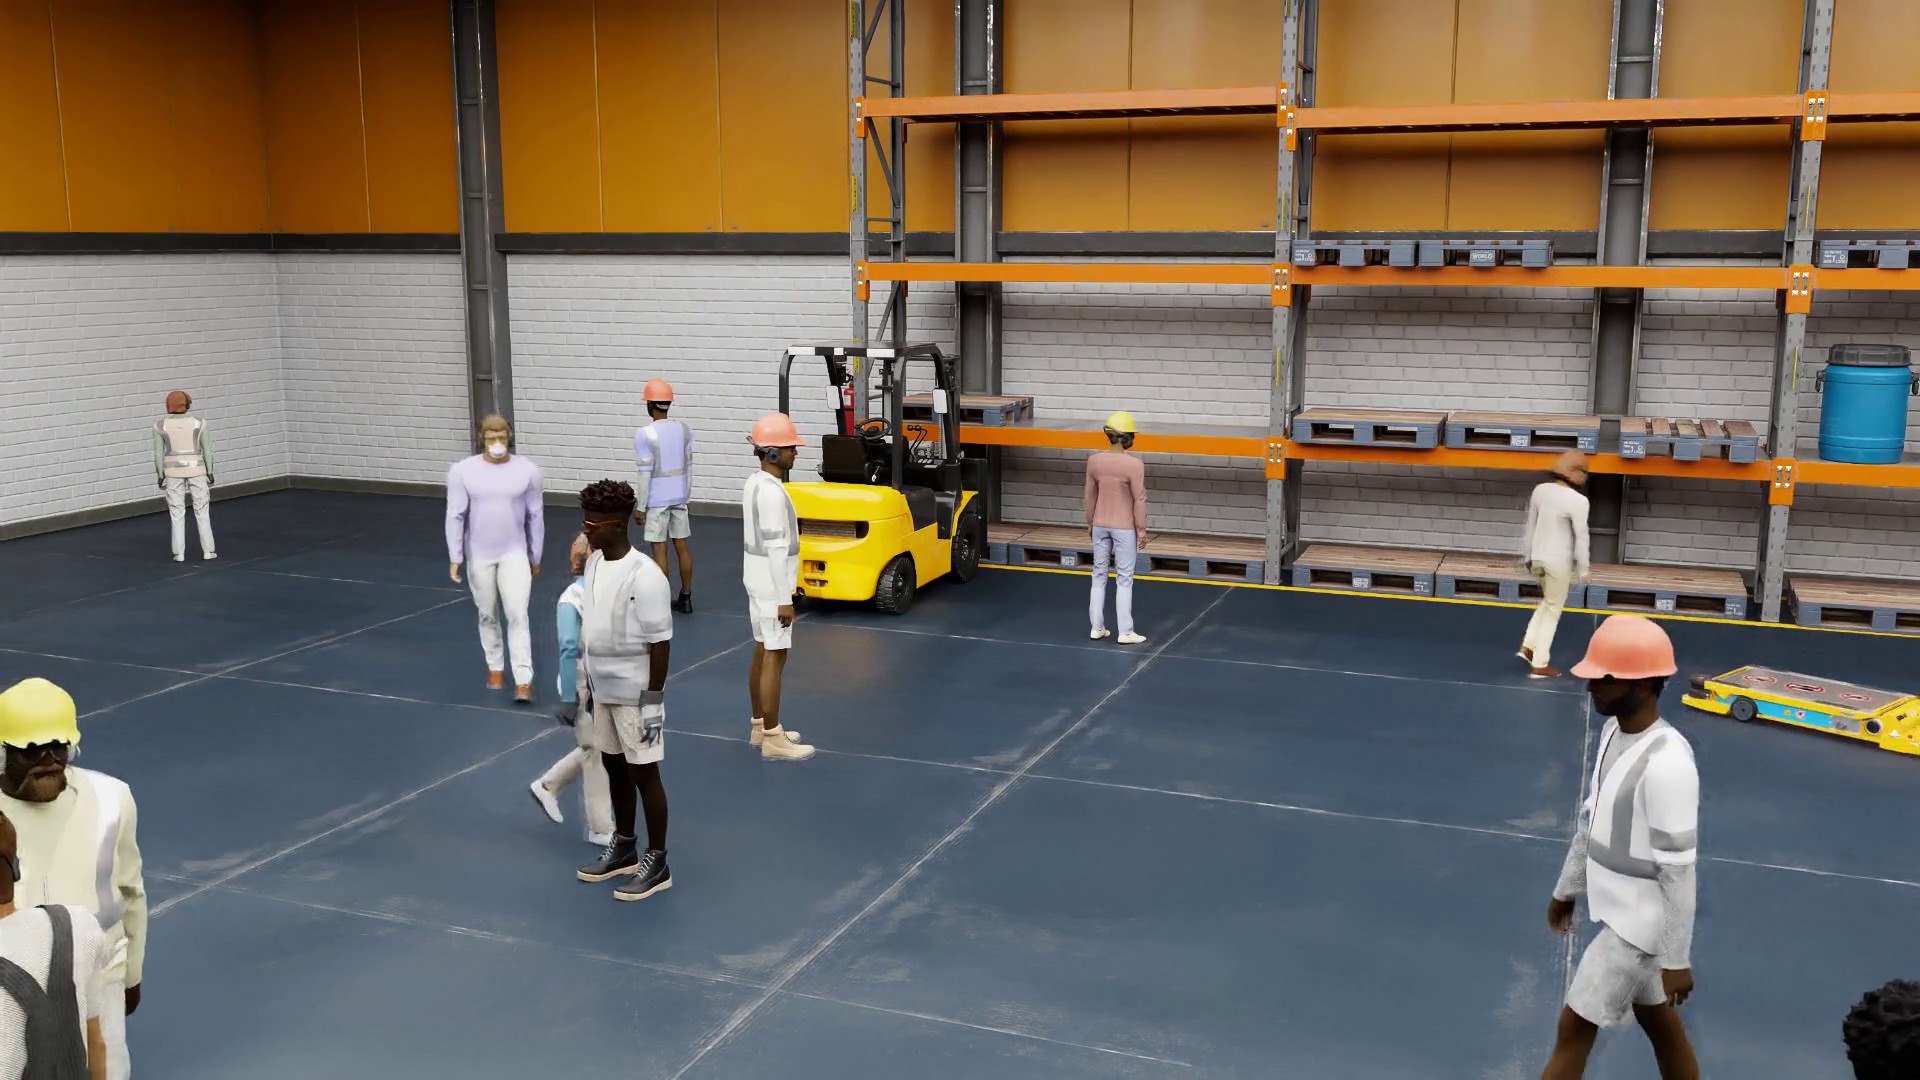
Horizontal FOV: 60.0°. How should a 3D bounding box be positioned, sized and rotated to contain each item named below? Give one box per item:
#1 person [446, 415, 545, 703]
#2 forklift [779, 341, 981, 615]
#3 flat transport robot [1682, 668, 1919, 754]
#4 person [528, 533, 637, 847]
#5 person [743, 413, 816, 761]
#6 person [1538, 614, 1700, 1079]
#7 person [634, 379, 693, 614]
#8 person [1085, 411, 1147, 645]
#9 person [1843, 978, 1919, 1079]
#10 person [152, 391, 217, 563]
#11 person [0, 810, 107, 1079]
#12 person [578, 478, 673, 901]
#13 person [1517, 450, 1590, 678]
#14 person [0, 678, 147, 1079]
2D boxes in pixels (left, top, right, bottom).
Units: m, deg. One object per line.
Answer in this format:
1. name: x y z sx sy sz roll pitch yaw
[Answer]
1. person: -3.070 0.126 11.053 0.640 1.893 0.880 -2 10 -13
2. forklift: -0.739 -0.602 14.246 1.214 2.155 2.313 4 11 21
3. flat transport robot: 5.402 1.037 10.475 0.652 0.197 1.431 -9 13 -40
4. person: -1.922 0.741 8.352 0.550 1.616 0.538 2 10 14
5. person: -1.081 0.272 9.792 0.378 2.045 0.605 -3 11 -18
6. person: 2.001 1.162 5.254 0.962 1.888 0.574 1 10 8
7. person: -2.405 -0.332 13.454 0.364 1.939 0.542 9 14 42
8. person: 1.194 -0.092 12.606 0.533 1.765 0.323 8 13 39
9. person: 1.719 1.636 3.202 0.323 1.691 0.536 7 13 36
10. person: -7.342 -0.597 15.769 0.512 1.639 0.311 -4 11 -22
11. person: -2.125 1.462 3.737 0.346 1.840 0.505 2 10 14
12. person: -1.569 0.683 7.721 0.362 1.963 0.614 -9 14 -41
13. person: 4.149 0.167 11.558 0.349 1.615 0.515 -4 11 -21
14. person: -2.714 1.267 4.909 0.593 1.807 0.796 -8 13 -37
